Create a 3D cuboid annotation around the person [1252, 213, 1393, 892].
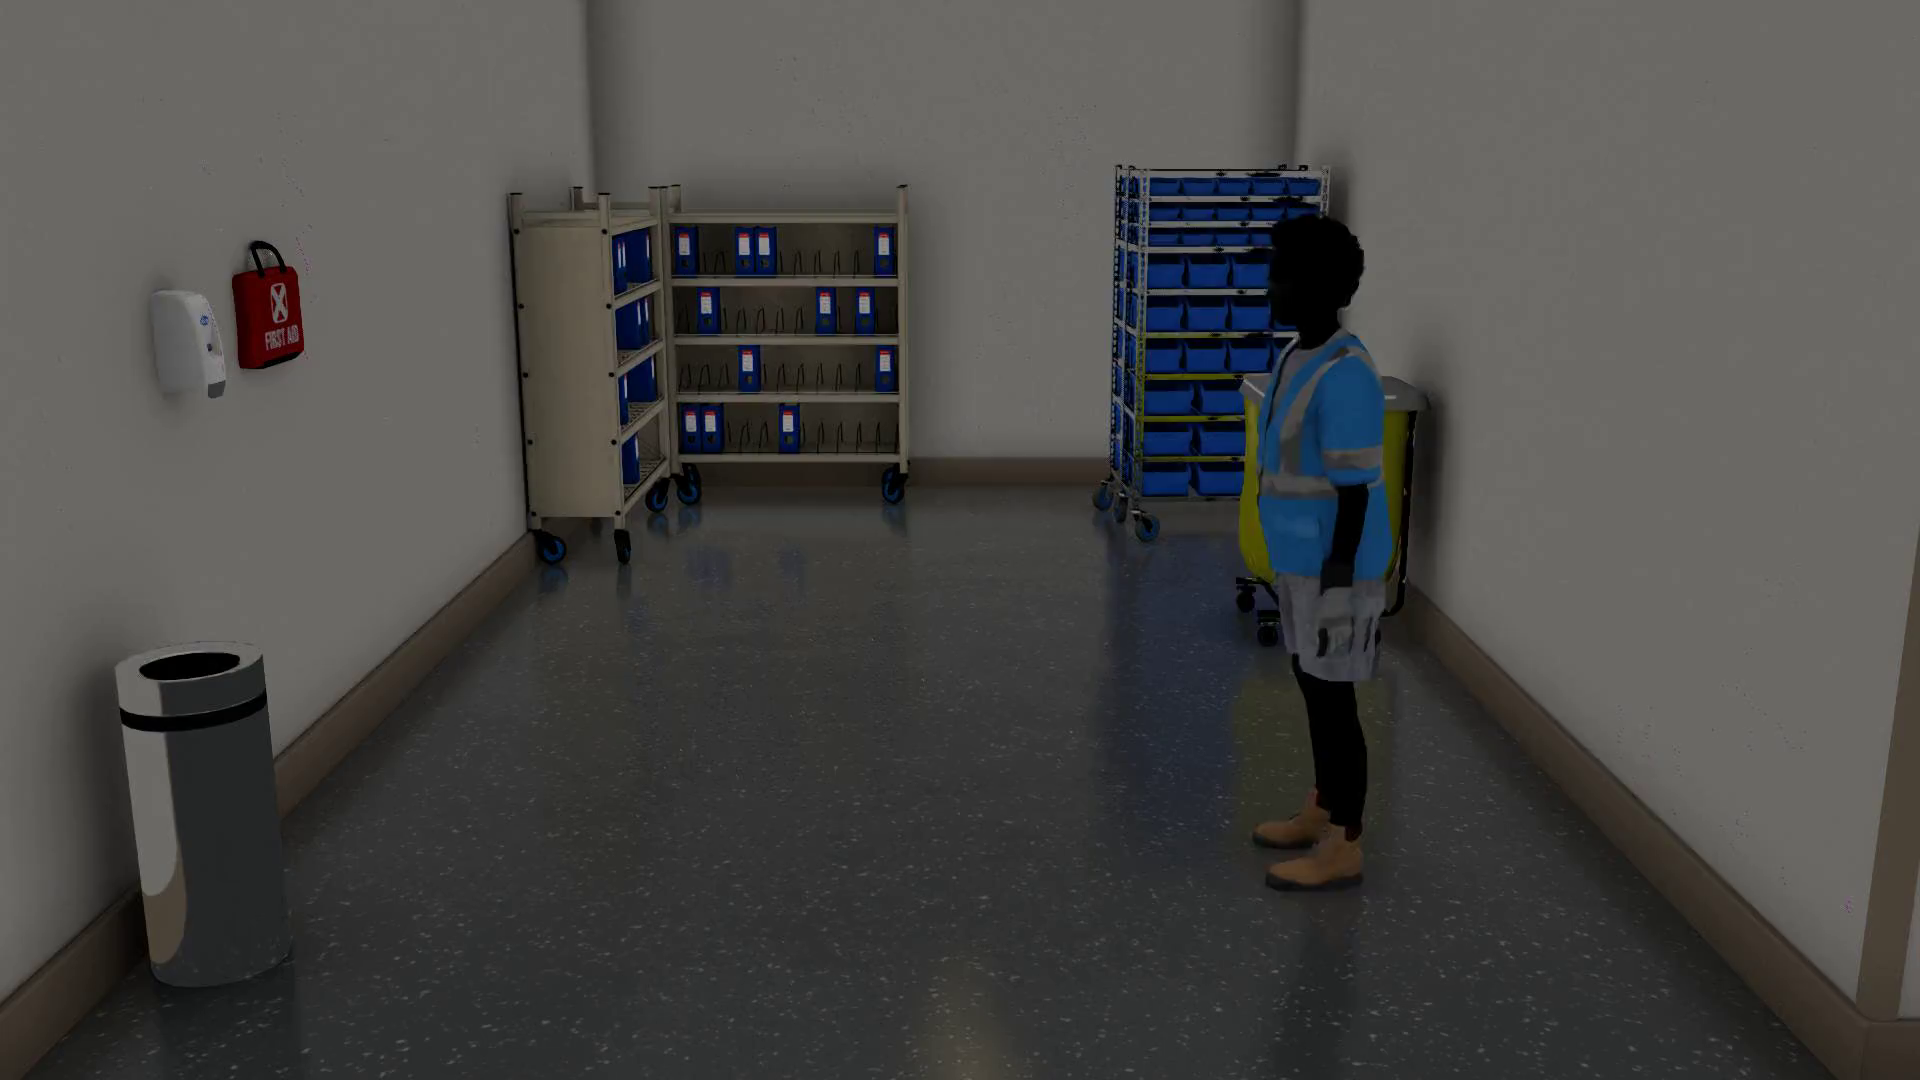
[{"bbox_3d":[0.892,0.049,4.140,0.350,1.687,0.557,-1,13,-4],"label":"person"}]
